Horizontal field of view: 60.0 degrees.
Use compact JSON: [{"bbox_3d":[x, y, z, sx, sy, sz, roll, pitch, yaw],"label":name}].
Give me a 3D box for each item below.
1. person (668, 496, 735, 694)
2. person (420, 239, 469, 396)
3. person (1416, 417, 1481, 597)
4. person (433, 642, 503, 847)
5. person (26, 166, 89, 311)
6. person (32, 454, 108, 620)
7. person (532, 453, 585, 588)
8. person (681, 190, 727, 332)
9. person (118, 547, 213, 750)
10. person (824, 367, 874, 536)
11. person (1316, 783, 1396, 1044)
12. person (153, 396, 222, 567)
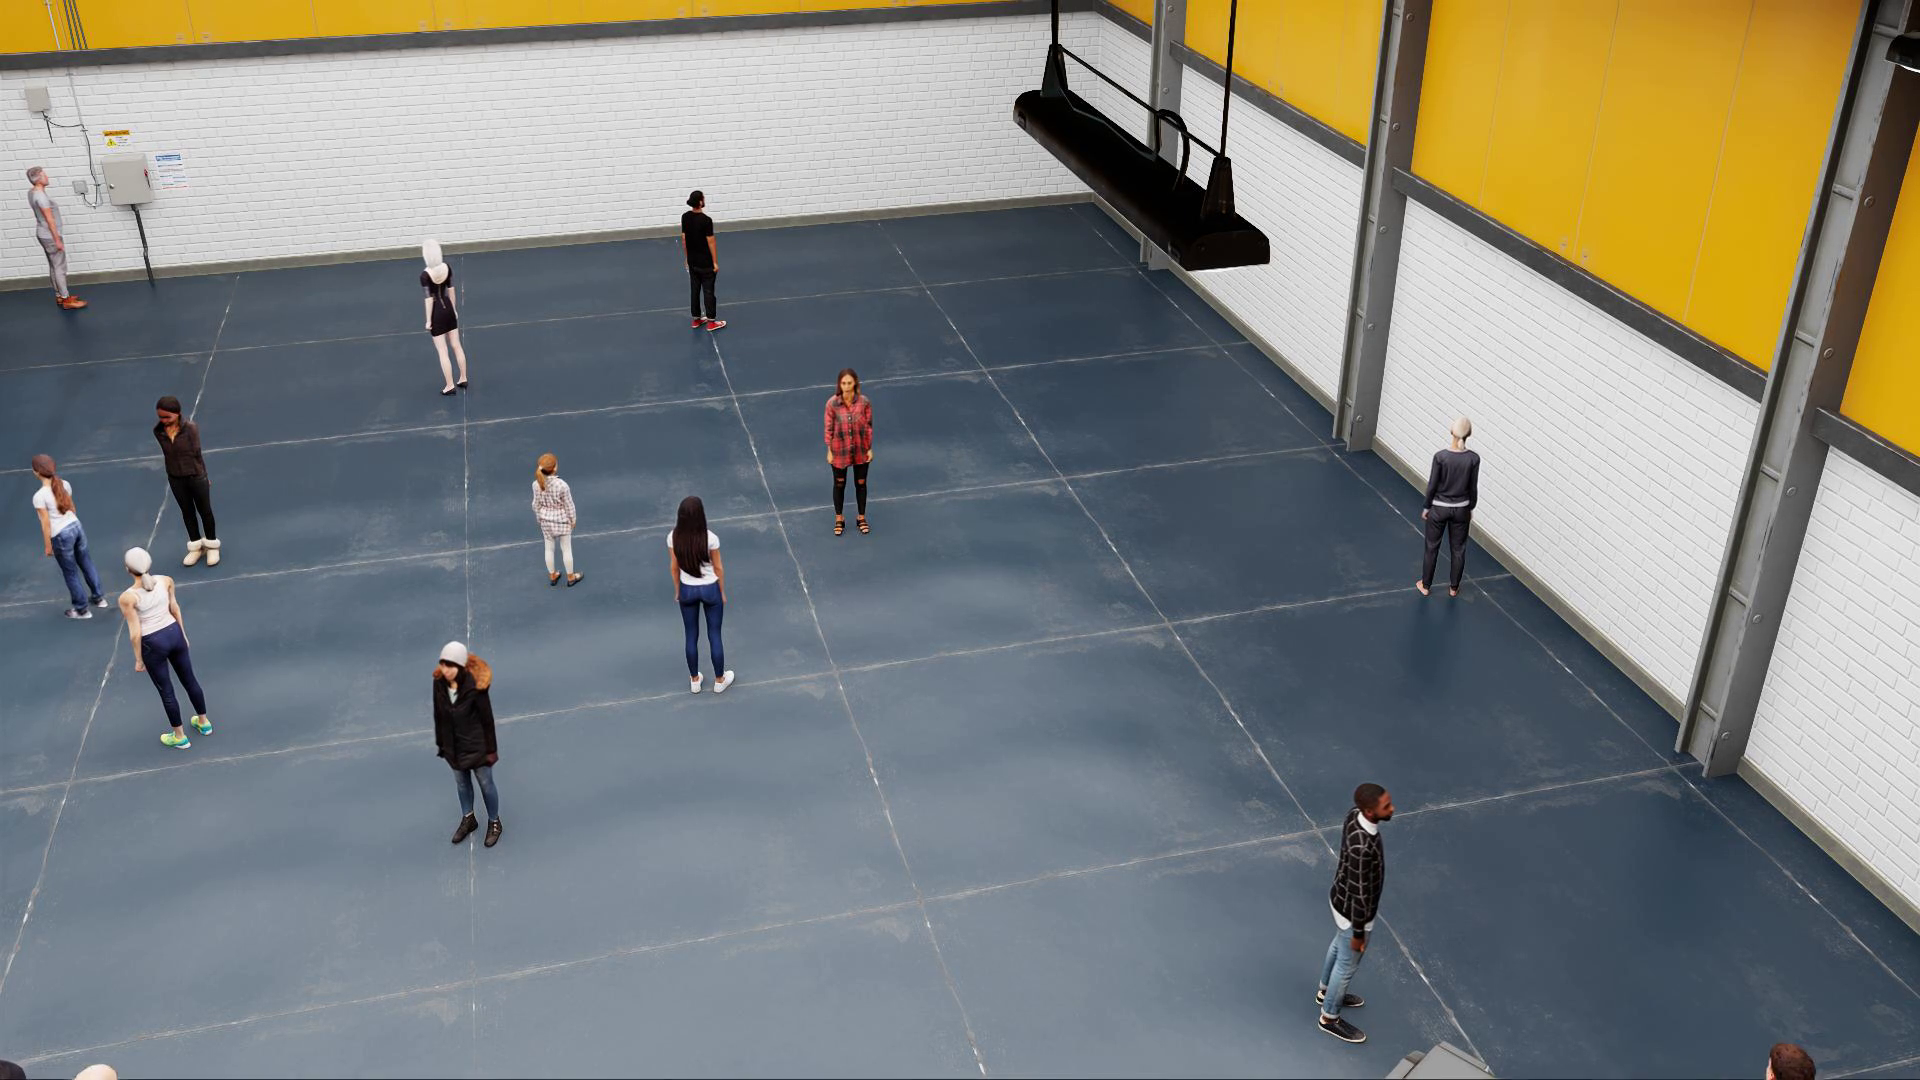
[{"bbox_3d":[-2.100,0.445,13.432,0.654,1.775,0.639,3,29,6],"label":"person"},{"bbox_3d":[-5.865,-2.527,18.824,0.708,1.830,0.658,17,33,28],"label":"person"},{"bbox_3d":[4.372,-0.302,14.855,0.680,1.726,0.644,3,29,5],"label":"person"},{"bbox_3d":[-3.486,1.429,11.778,0.734,1.633,0.758,7,29,13],"label":"person"},{"bbox_3d":[-11.658,-3.879,21.302,0.827,1.831,0.672,-23,36,-35],"label":"person"},{"bbox_3d":[-7.840,-0.052,14.566,0.685,1.562,0.603,10,30,17],"label":"person"},{"bbox_3d":[-3.675,-0.188,15.078,0.609,1.311,0.623,5,29,8],"label":"person"},{"bbox_3d":[-3.215,-3.477,20.642,0.706,1.757,0.766,15,32,26],"label":"person"},{"bbox_3d":[-6.145,0.822,12.820,0.728,1.701,0.680,17,33,29],"label":"person"},{"bbox_3d":[-1.050,-0.851,15.886,0.638,1.703,0.579,-4,29,-7],"label":"person"},{"bbox_3d":[2.393,2.220,10.133,0.809,1.820,0.656,5,29,10],"label":"person"},{"bbox_3d":[-7.173,-0.591,15.452,0.657,1.661,0.605,-7,29,-13],"label":"person"}]
